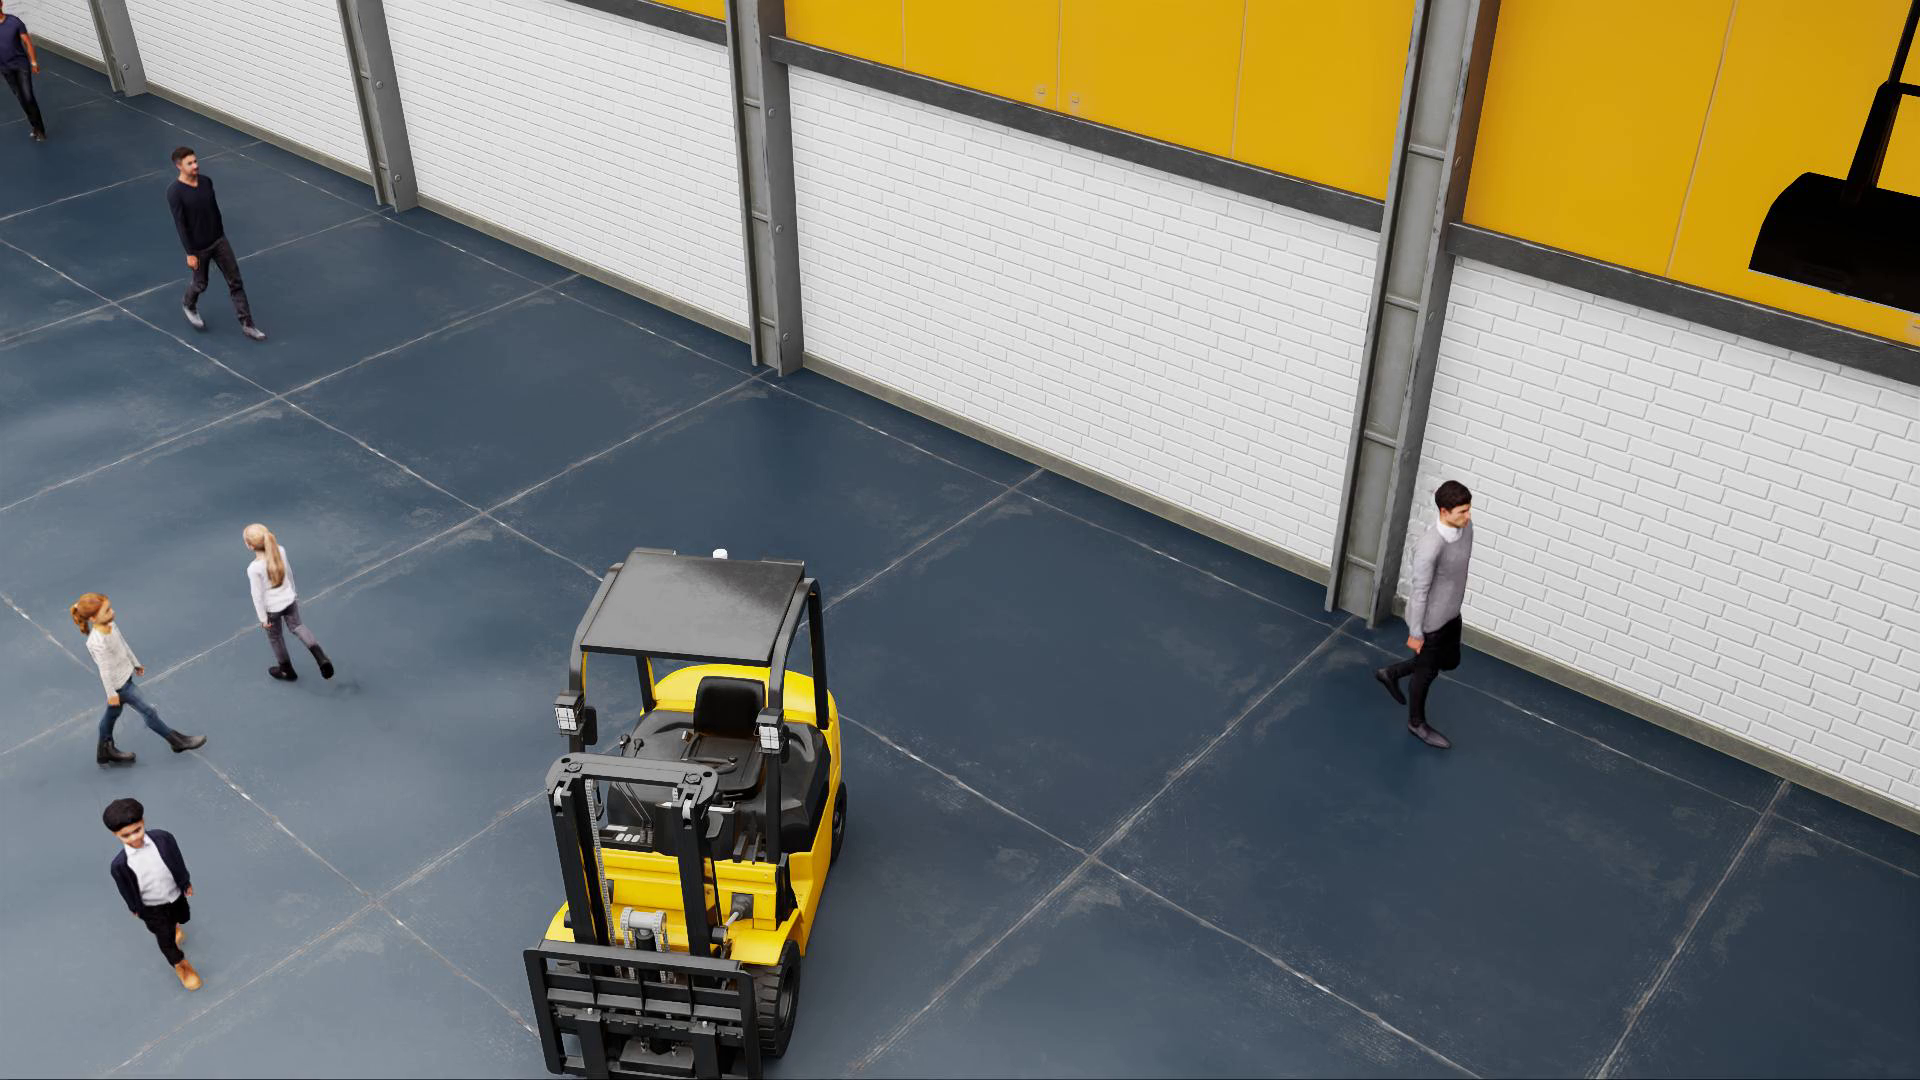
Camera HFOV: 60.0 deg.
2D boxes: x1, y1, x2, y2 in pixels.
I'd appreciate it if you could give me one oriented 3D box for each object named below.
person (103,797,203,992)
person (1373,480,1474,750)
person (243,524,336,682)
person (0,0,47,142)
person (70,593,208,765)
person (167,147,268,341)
[{"bbox_3d":[-4.379,1.868,9.040,0.780,1.214,0.513,28,43,35],"label":"person"},{"bbox_3d":[2.954,0.423,10.587,0.899,1.908,0.765,27,42,35],"label":"person"},{"bbox_3d":[-4.516,0.445,11.134,0.783,1.266,0.569,17,37,24],"label":"person"},{"bbox_3d":[-11.300,-5.703,19.927,0.857,1.772,0.921,-4,34,-6],"label":"person"},{"bbox_3d":[-5.344,0.896,10.438,0.857,1.284,0.886,-9,35,-13],"label":"person"},{"bbox_3d":[-7.057,-2.738,15.412,1.254,1.832,0.778,19,38,26],"label":"person"}]
